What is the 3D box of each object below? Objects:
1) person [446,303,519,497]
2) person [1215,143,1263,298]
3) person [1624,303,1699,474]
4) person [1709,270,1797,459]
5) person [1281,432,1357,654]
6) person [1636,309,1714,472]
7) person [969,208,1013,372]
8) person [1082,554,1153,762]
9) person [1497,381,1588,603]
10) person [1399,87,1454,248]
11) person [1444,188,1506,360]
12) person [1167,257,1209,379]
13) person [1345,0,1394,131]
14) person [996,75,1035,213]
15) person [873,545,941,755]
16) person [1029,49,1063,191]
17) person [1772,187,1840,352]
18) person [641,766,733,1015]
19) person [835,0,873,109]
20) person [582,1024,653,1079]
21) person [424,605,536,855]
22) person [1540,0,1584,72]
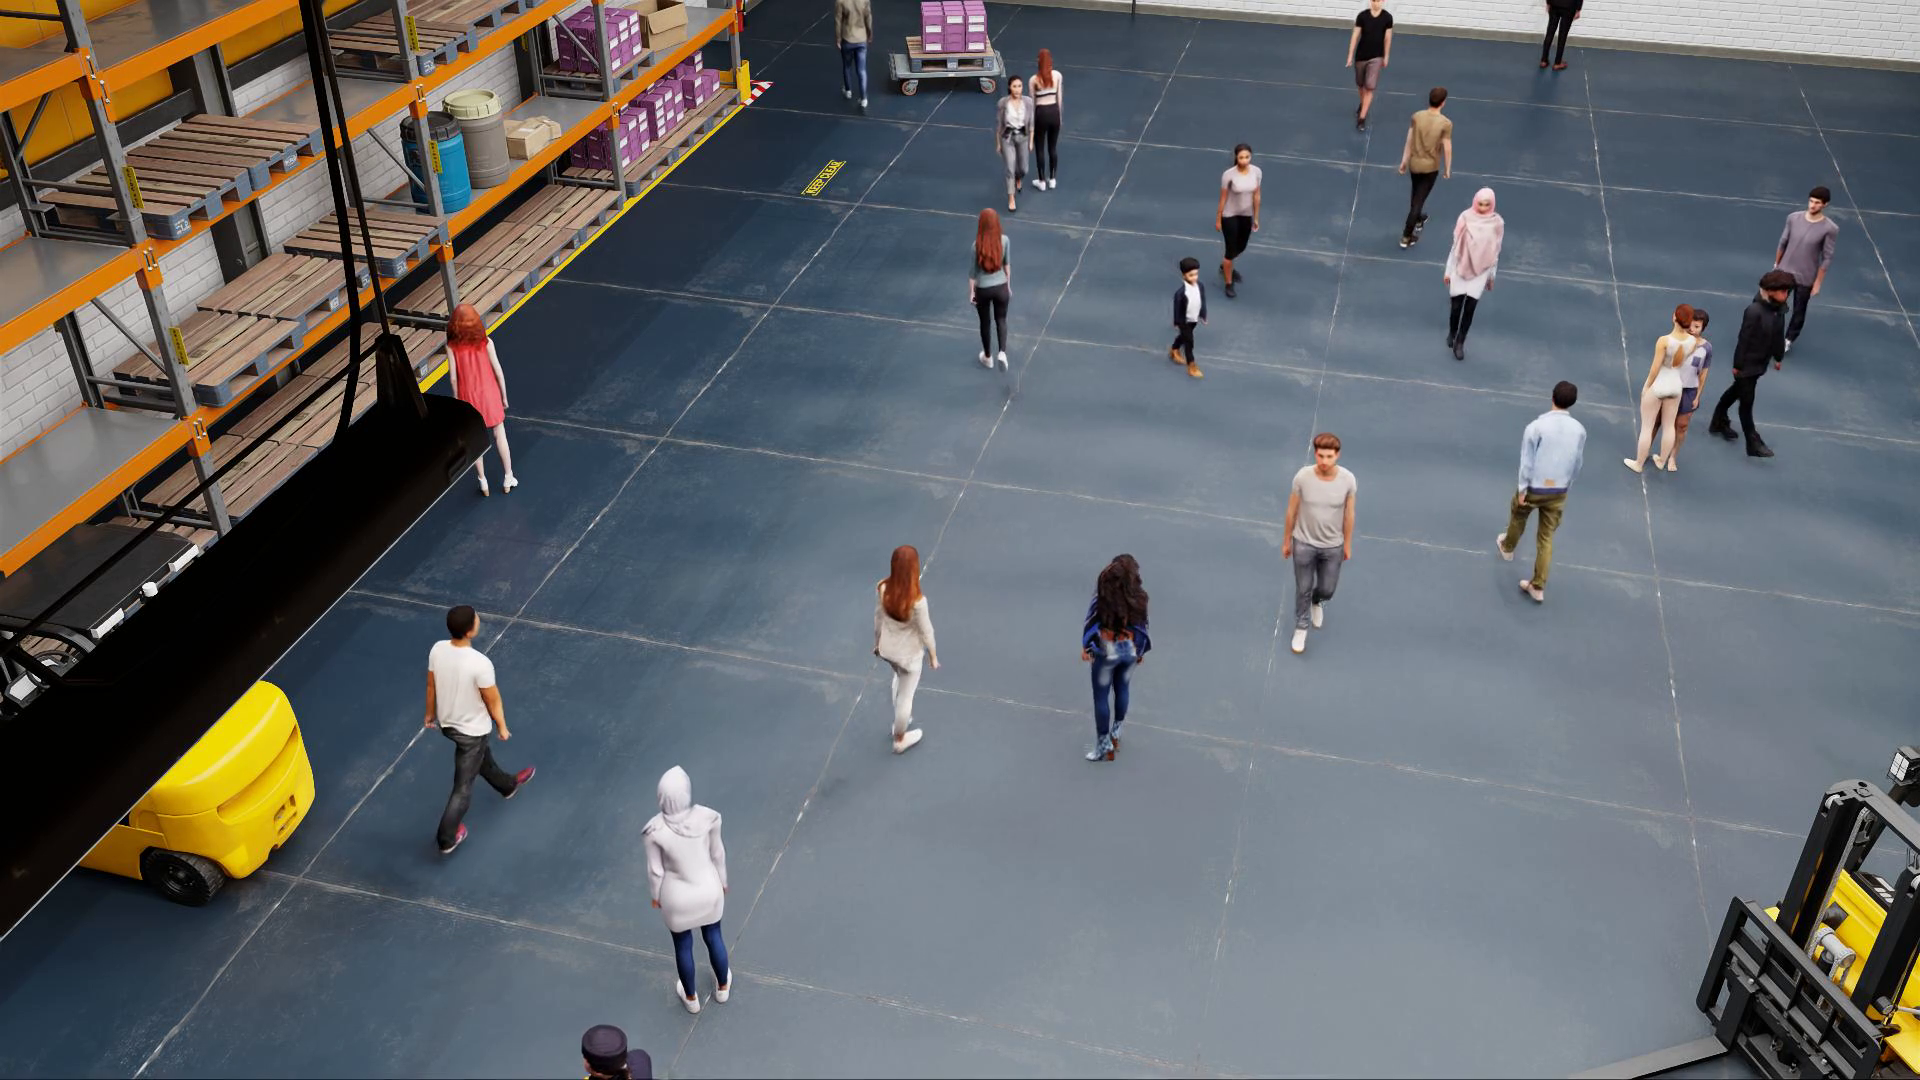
[{"bbox_3d":[-4.204,-1.221,14.556,0.676,1.826,0.666,-7,34,-10],"label":"person"},{"bbox_3d":[3.010,-3.526,18.120,0.873,1.720,0.998,-11,35,-16],"label":"person"},{"bbox_3d":[6.330,-1.360,14.930,0.609,1.643,0.597,-5,34,-8],"label":"person"},{"bbox_3d":[7.244,-1.684,15.328,1.023,1.742,1.070,-19,38,-26],"label":"person"},{"bbox_3d":[2.739,-0.029,12.711,0.691,1.883,0.783,7,34,10],"label":"person"},{"bbox_3d":[6.490,-1.372,15.018,0.609,1.566,0.579,16,37,22],"label":"person"},{"bbox_3d":[0.335,-2.426,16.454,0.858,1.731,1.010,-8,34,-12],"label":"person"},{"bbox_3d":[1.076,0.819,11.676,0.761,1.617,0.798,-12,35,-17],"label":"person"},{"bbox_3d":[4.672,-0.345,13.299,0.874,1.758,1.183,-3,34,-4],"label":"person"},{"bbox_3d":[5.286,-4.257,19.128,0.997,1.821,1.186,26,41,33],"label":"person"},{"bbox_3d":[5.158,-2.726,16.857,0.688,1.786,0.689,6,34,9],"label":"person"},{"bbox_3d":[2.266,-2.282,16.717,0.833,1.201,0.863,-20,39,-27],"label":"person"},{"bbox_3d":[5.589,-6.594,22.636,0.774,1.830,1.229,12,36,18],"label":"person"},{"bbox_3d":[0.643,-4.817,20.120,0.766,1.656,0.872,-3,34,-5],"label":"person"},{"bbox_3d":[-0.456,0.815,11.606,0.701,1.699,0.708,22,39,30],"label":"person"},{"bbox_3d":[1.078,-5.208,20.634,0.689,1.737,0.714,-9,35,-14],"label":"person"},{"bbox_3d":[8.487,-2.686,16.777,1.052,1.807,1.253,28,43,35],"label":"person"},{"bbox_3d":[-1.570,2.047,9.685,0.694,1.776,0.710,-10,35,-15],"label":"person"},{"bbox_3d":[-1.443,-6.904,23.101,1.103,1.831,1.291,-10,35,-15],"label":"person"},{"bbox_3d":[-1.611,3.079,8.236,0.830,1.660,0.668,15,37,22],"label":"person"},{"bbox_3d":[-3.313,1.270,10.880,0.904,1.747,1.215,15,37,22],"label":"person"},{"bbox_3d":[8.916,-7.930,24.601,0.776,1.879,0.729,26,41,33],"label":"person"}]
